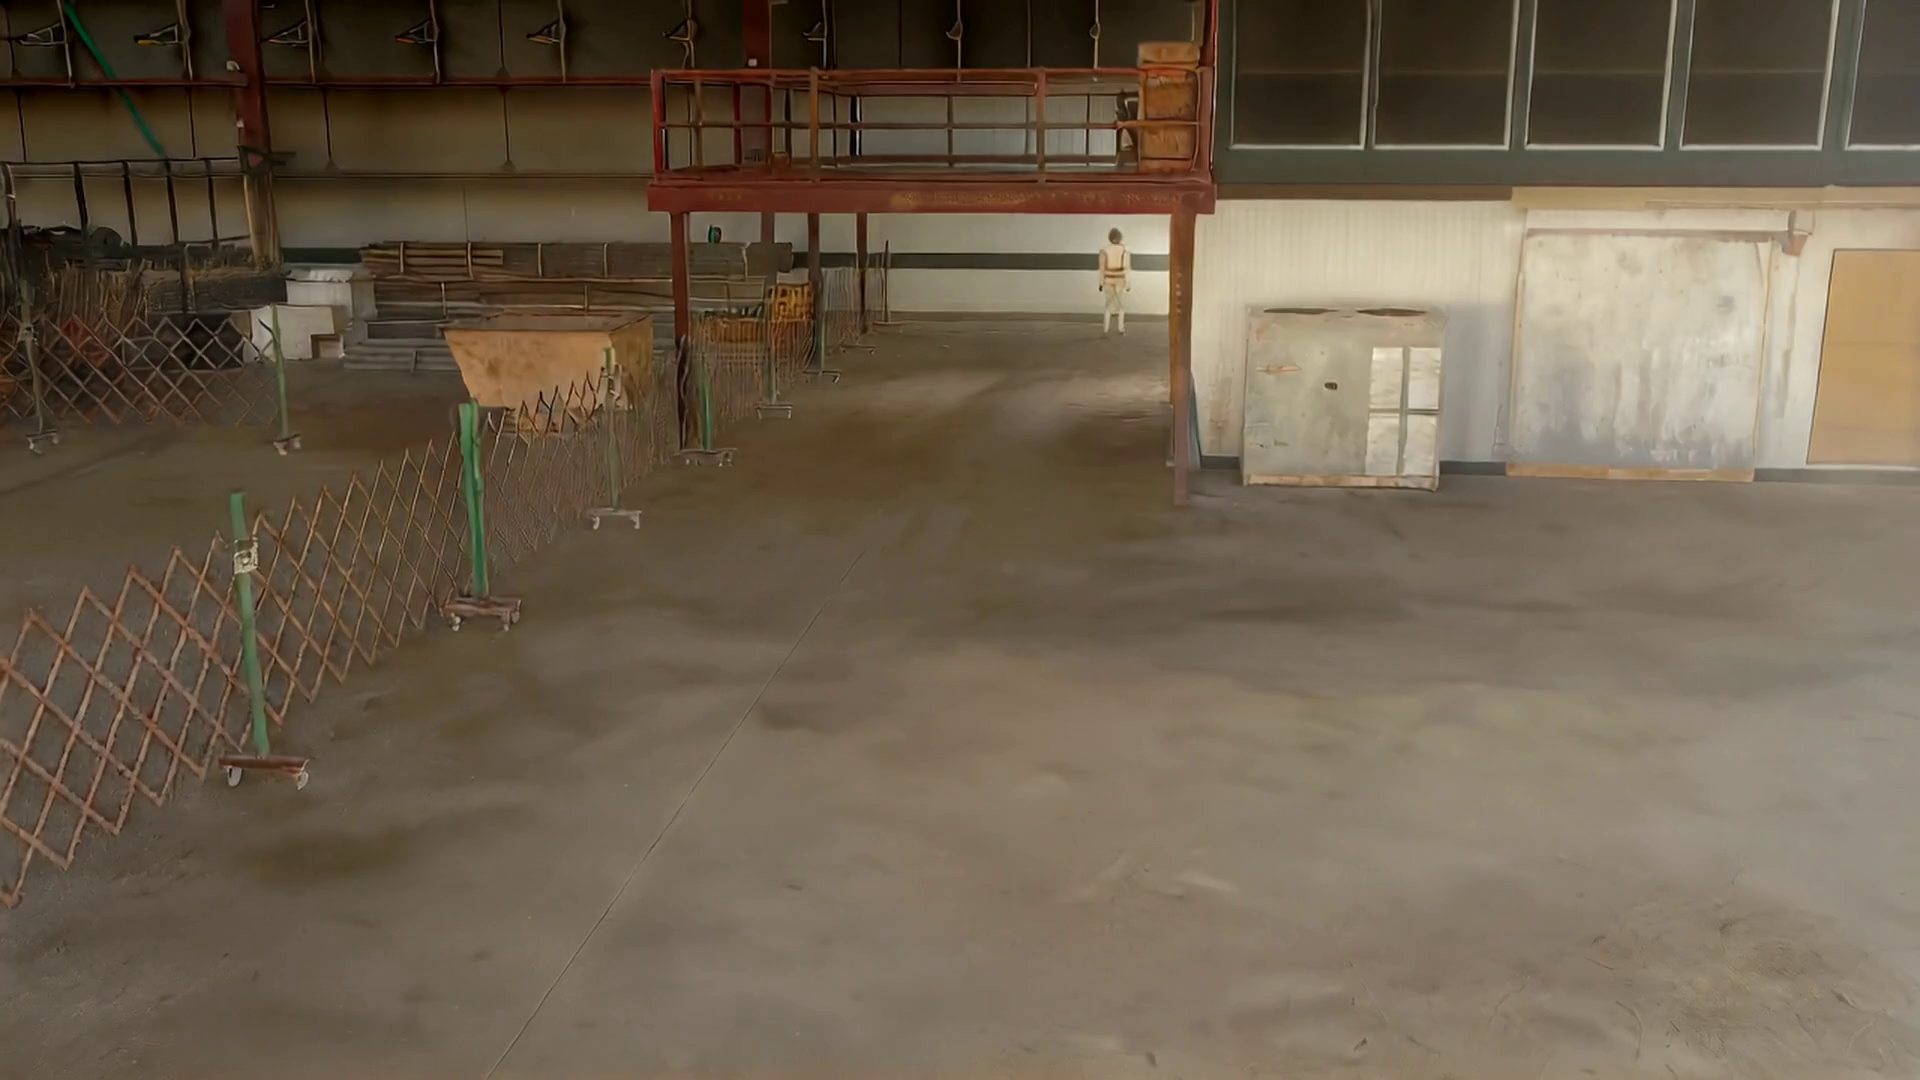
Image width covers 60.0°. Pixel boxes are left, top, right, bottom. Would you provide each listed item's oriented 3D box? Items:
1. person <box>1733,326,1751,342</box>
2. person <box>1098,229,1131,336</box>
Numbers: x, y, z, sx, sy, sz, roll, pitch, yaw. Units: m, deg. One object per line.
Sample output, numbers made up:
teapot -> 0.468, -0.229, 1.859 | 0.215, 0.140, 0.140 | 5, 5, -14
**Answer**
person -> 12.789, -3.975, 27.134 | 0.526, 1.869, 0.315 | 7, 15, 25
person -> 2.742, -4.575, 29.565 | 0.574, 1.887, 0.355 | 2, 14, 8
